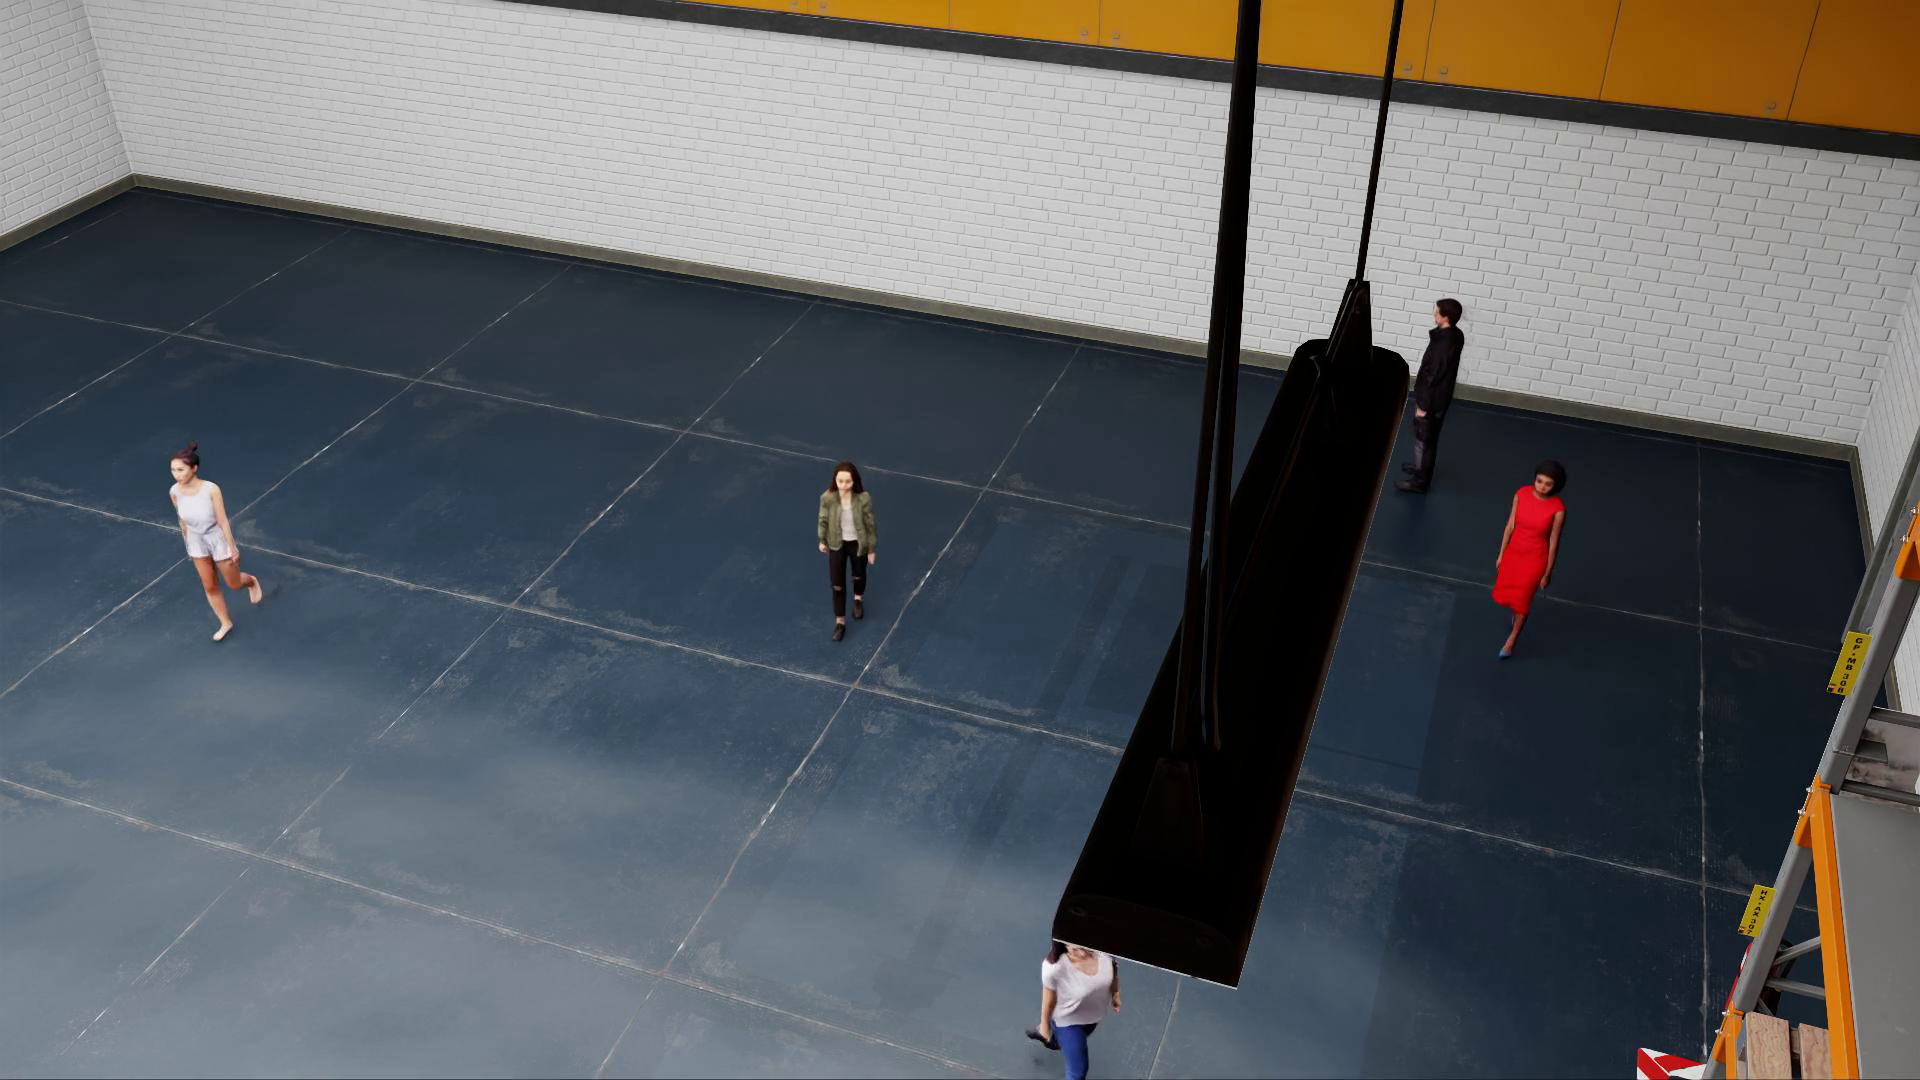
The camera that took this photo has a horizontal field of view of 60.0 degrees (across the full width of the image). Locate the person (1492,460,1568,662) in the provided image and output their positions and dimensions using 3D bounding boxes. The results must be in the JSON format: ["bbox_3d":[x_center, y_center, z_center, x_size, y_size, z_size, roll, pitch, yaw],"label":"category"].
[{"bbox_3d":[4.270,0.125,12.424,0.730,1.731,0.820,28,43,35],"label":"person"}]

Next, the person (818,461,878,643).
[{"bbox_3d":[-0.851,0.005,12.857,0.779,1.451,0.936,0,34,1],"label":"person"}]

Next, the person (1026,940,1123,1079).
[{"bbox_3d":[0.592,2.490,8.941,1.063,1.649,1.050,-26,42,-33],"label":"person"}]

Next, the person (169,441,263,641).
[{"bbox_3d":[-5.709,-0.018,12.762,0.693,1.596,0.857,3,34,5],"label":"person"}]

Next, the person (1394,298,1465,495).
[{"bbox_3d":[4.116,-1.225,14.358,0.775,1.839,0.521,13,36,19],"label":"person"}]
